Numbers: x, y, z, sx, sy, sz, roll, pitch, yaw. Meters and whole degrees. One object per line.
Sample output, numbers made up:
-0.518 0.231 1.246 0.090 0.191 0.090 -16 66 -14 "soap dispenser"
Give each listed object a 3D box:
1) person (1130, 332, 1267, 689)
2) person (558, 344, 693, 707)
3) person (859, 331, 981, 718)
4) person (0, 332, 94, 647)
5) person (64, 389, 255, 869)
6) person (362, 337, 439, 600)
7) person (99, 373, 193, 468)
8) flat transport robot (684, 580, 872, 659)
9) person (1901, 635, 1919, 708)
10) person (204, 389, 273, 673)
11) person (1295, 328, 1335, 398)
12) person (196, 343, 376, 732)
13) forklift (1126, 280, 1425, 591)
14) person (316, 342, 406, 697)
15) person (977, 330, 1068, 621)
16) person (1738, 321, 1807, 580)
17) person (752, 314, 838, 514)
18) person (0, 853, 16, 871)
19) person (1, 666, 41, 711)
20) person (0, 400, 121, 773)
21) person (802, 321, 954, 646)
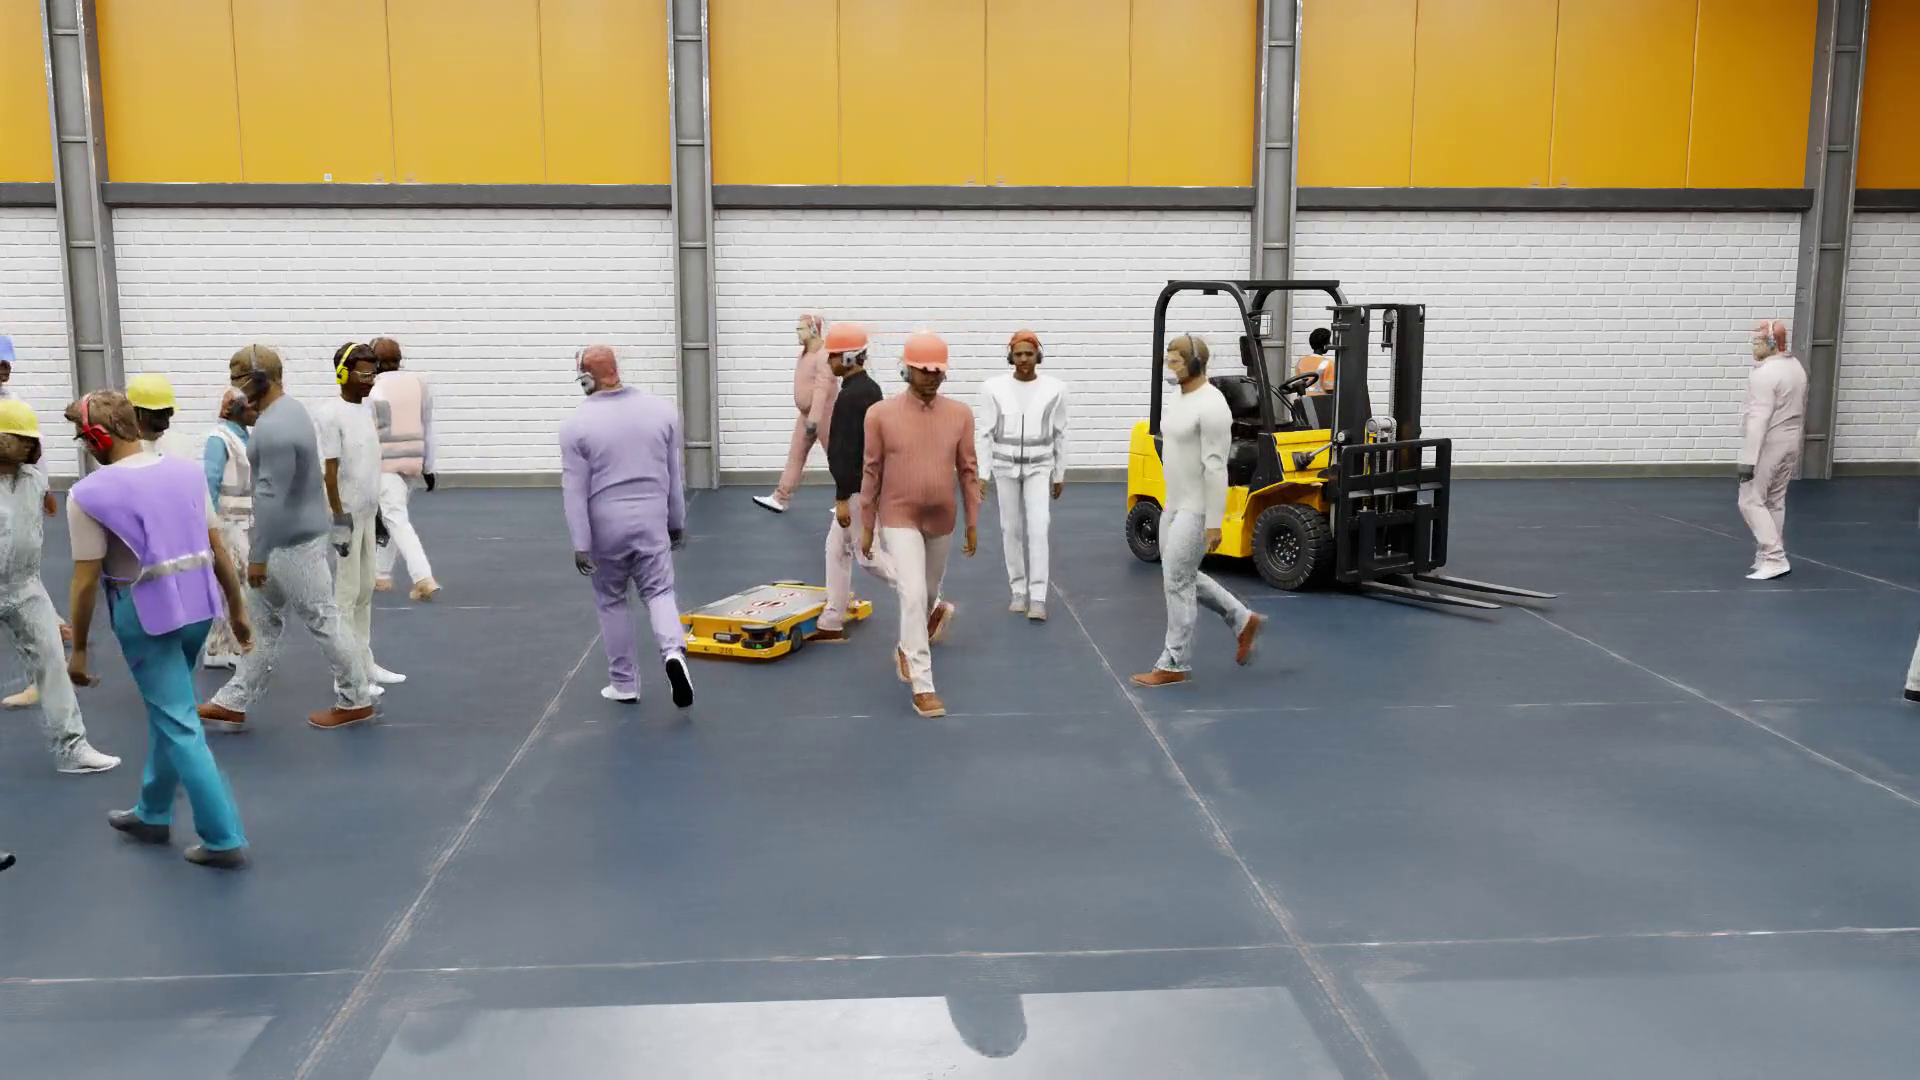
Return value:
1.312 -0.158 8.960 0.768 1.920 0.634 -2 9 -15 "person"
-1.659 -0.045 8.386 0.690 1.872 0.745 -5 10 -30 "person"
-0.218 -0.128 8.703 0.622 1.945 1.017 -3 10 -20 "person"
-5.707 -0.300 9.905 0.994 1.895 0.630 1 9 5 "person"
-3.053 0.334 6.225 0.870 1.791 0.647 3 10 21 "person"
-3.887 -0.493 11.417 0.939 1.805 0.637 6 11 31 "person"
-4.051 0.026 8.359 0.487 1.740 0.538 5 11 30 "person"
-1.133 0.467 10.161 0.652 0.197 1.431 4 10 22 "flat transport robot"
5.219 -0.006 8.348 0.827 1.794 0.629 2 9 12 "person"
-4.015 -0.064 9.278 0.565 1.609 0.548 -1 9 -5 "person"
3.587 -1.297 16.821 0.320 1.690 0.535 -6 11 -32 "person"
-3.294 0.019 7.908 0.965 1.886 0.646 -3 10 -20 "person"
2.301 -0.860 12.475 1.214 2.155 2.313 -6 11 -35 "forklift"
-3.184 -0.113 8.825 0.328 1.865 0.521 1 9 4 "person"
0.399 -0.407 10.689 0.579 1.850 0.834 1 9 3 "person"
5.931 -0.644 12.162 0.748 1.887 0.447 -7 12 -38 "person"
-1.390 -1.148 15.362 1.023 1.849 0.672 -5 10 -28 "person"
-3.845 0.426 5.876 0.899 1.713 0.523 4 10 22 "person"
-4.982 -0.070 8.182 0.621 1.980 1.047 9 13 44 "person"
-4.262 0.217 7.324 0.948 1.686 0.521 3 10 19 "person"
-0.510 -0.312 9.825 0.955 1.957 0.619 2 9 9 "person"
